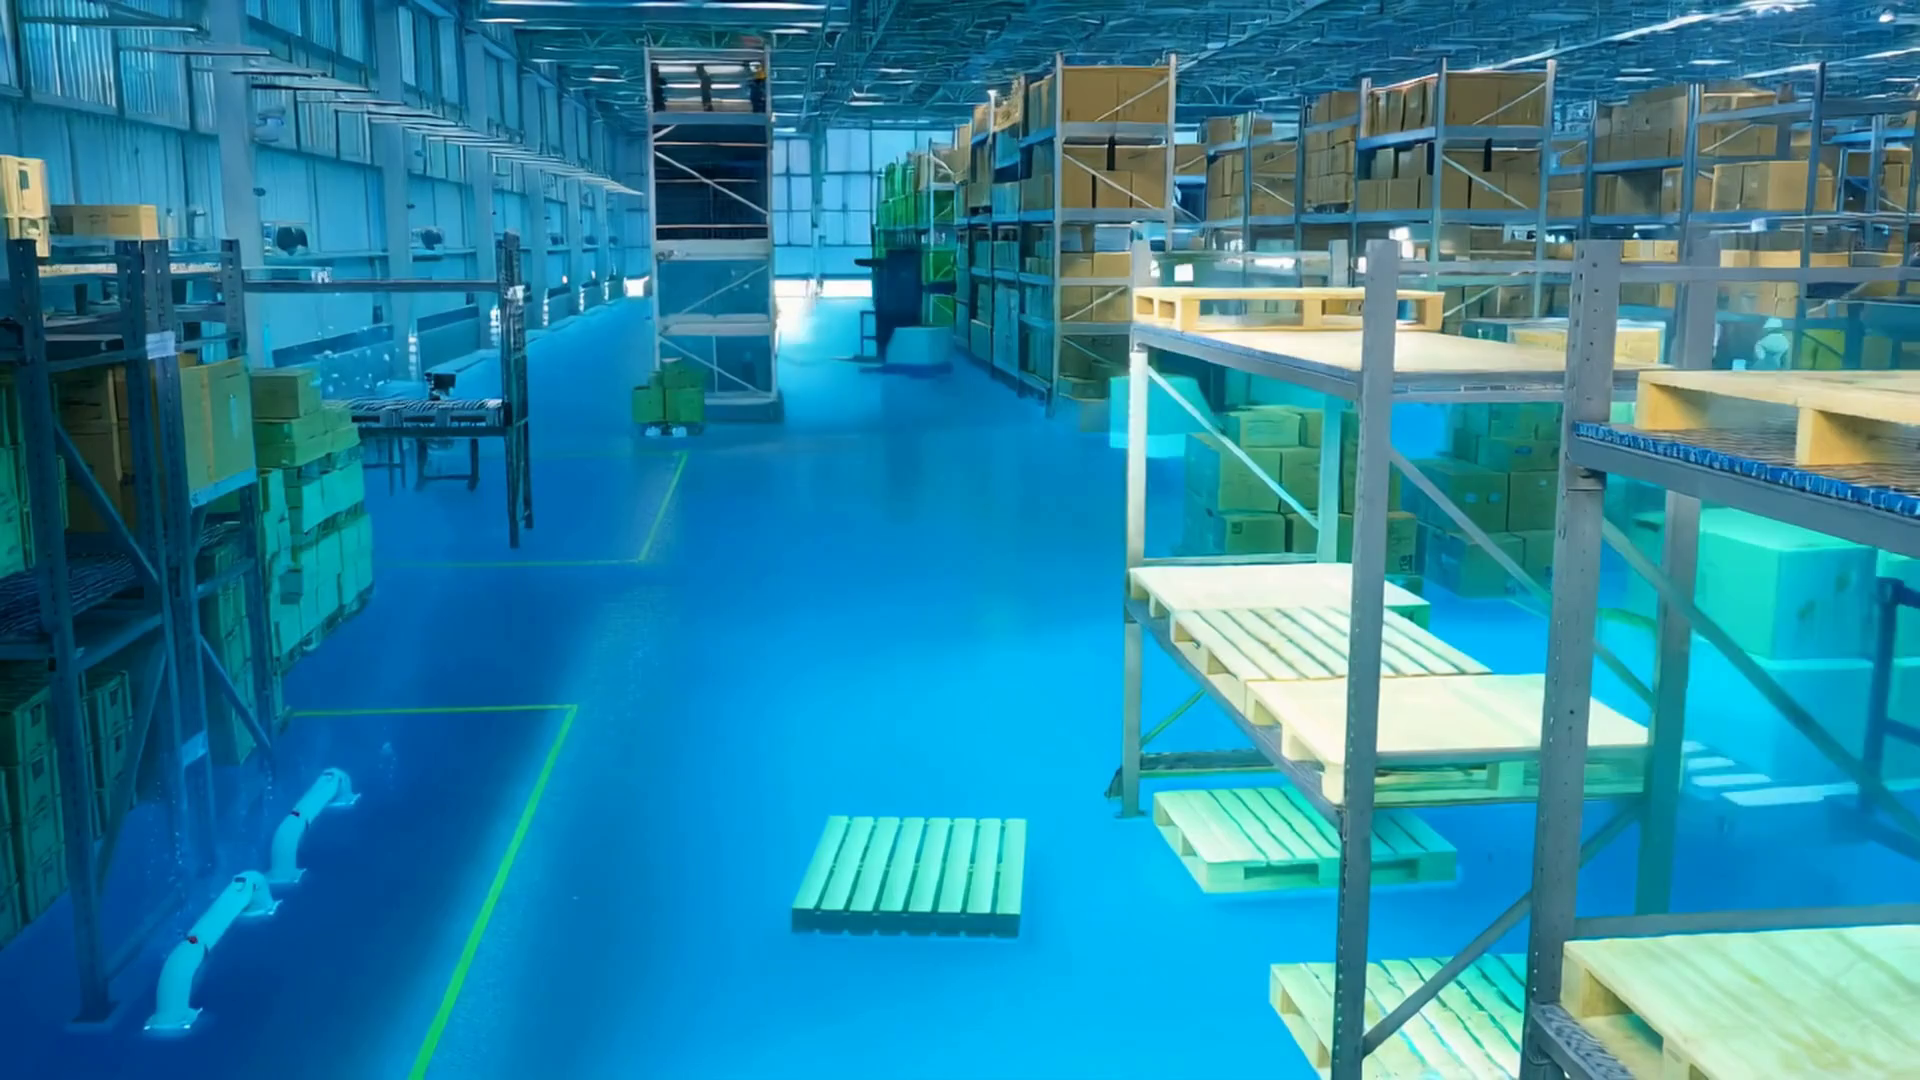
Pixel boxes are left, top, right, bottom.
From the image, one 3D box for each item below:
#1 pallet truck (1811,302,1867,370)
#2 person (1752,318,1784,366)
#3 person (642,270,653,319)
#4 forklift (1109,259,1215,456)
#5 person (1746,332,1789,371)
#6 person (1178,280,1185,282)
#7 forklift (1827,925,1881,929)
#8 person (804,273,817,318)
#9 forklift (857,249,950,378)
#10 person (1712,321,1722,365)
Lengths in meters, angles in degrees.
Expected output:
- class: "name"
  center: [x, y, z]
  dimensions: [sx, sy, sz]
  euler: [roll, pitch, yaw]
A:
- class: "pallet truck"
  center: [15.846, -3.142, 28.793]
  dimensions: [1.885, 1.965, 0.823]
  euler: [2, 10, 12]
- class: "person"
  center: [12.043, -2.365, 24.824]
  dimensions: [1.039, 1.869, 0.555]
  euler: [-4, 11, -19]
- class: "person"
  center: [-12.053, -9.526, 64.464]
  dimensions: [0.400, 1.894, 0.654]
  euler: [8, 13, 39]
- class: "forklift"
  center: [3.172, -2.676, 23.764]
  dimensions: [1.873, 2.768, 1.129]
  euler: [-7, 12, -32]
- class: "person"
  center: [9.348, -1.425, 19.323]
  dimensions: [0.439, 1.974, 0.650]
  euler: [-2, 10, -12]
- class: "person"
  center: [6.566, -6.876, 49.958]
  dimensions: [0.446, 1.830, 0.562]
  euler: [-2, 10, -10]
- class: "forklift"
  center: [4.481, 0.505, 6.135]
  dimensions: [1.129, 2.768, 1.873]
  euler: [-2, 11, -13]
- class: "person"
  center: [-5.860, -9.553, 65.061]
  dimensions: [0.502, 1.725, 0.466]
  euler: [0, 10, 0]
- class: "forklift"
  center: [-1.231, -5.063, 36.990]
  dimensions: [1.873, 2.768, 1.129]
  euler: [8, 13, 38]
- class: "person"
  center: [13.563, -3.365, 30.242]
  dimensions: [0.565, 1.915, 0.457]
  euler: [-6, 12, -30]
